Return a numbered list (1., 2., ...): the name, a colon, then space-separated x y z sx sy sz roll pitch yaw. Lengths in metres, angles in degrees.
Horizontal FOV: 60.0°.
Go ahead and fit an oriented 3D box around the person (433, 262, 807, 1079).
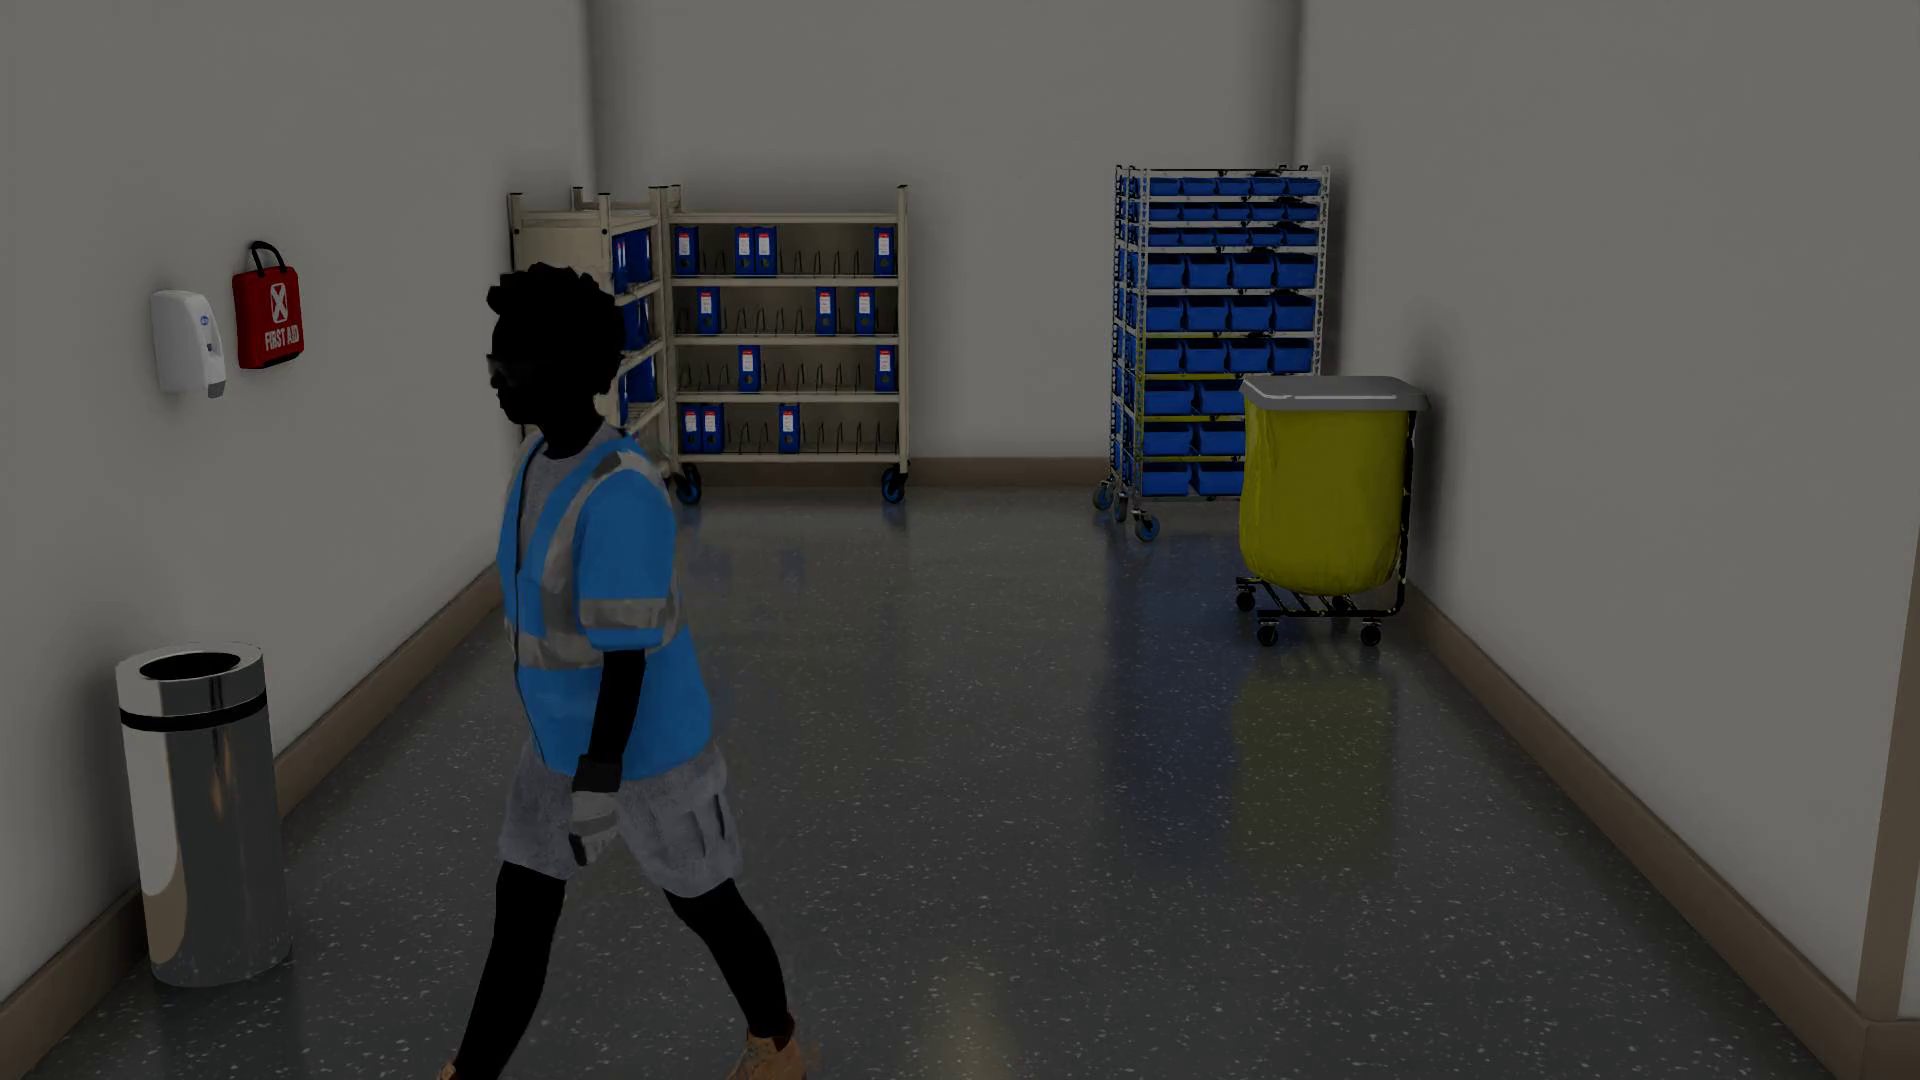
1. person: -0.663 0.347 2.926 0.881 1.640 0.549 -9 16 -34
